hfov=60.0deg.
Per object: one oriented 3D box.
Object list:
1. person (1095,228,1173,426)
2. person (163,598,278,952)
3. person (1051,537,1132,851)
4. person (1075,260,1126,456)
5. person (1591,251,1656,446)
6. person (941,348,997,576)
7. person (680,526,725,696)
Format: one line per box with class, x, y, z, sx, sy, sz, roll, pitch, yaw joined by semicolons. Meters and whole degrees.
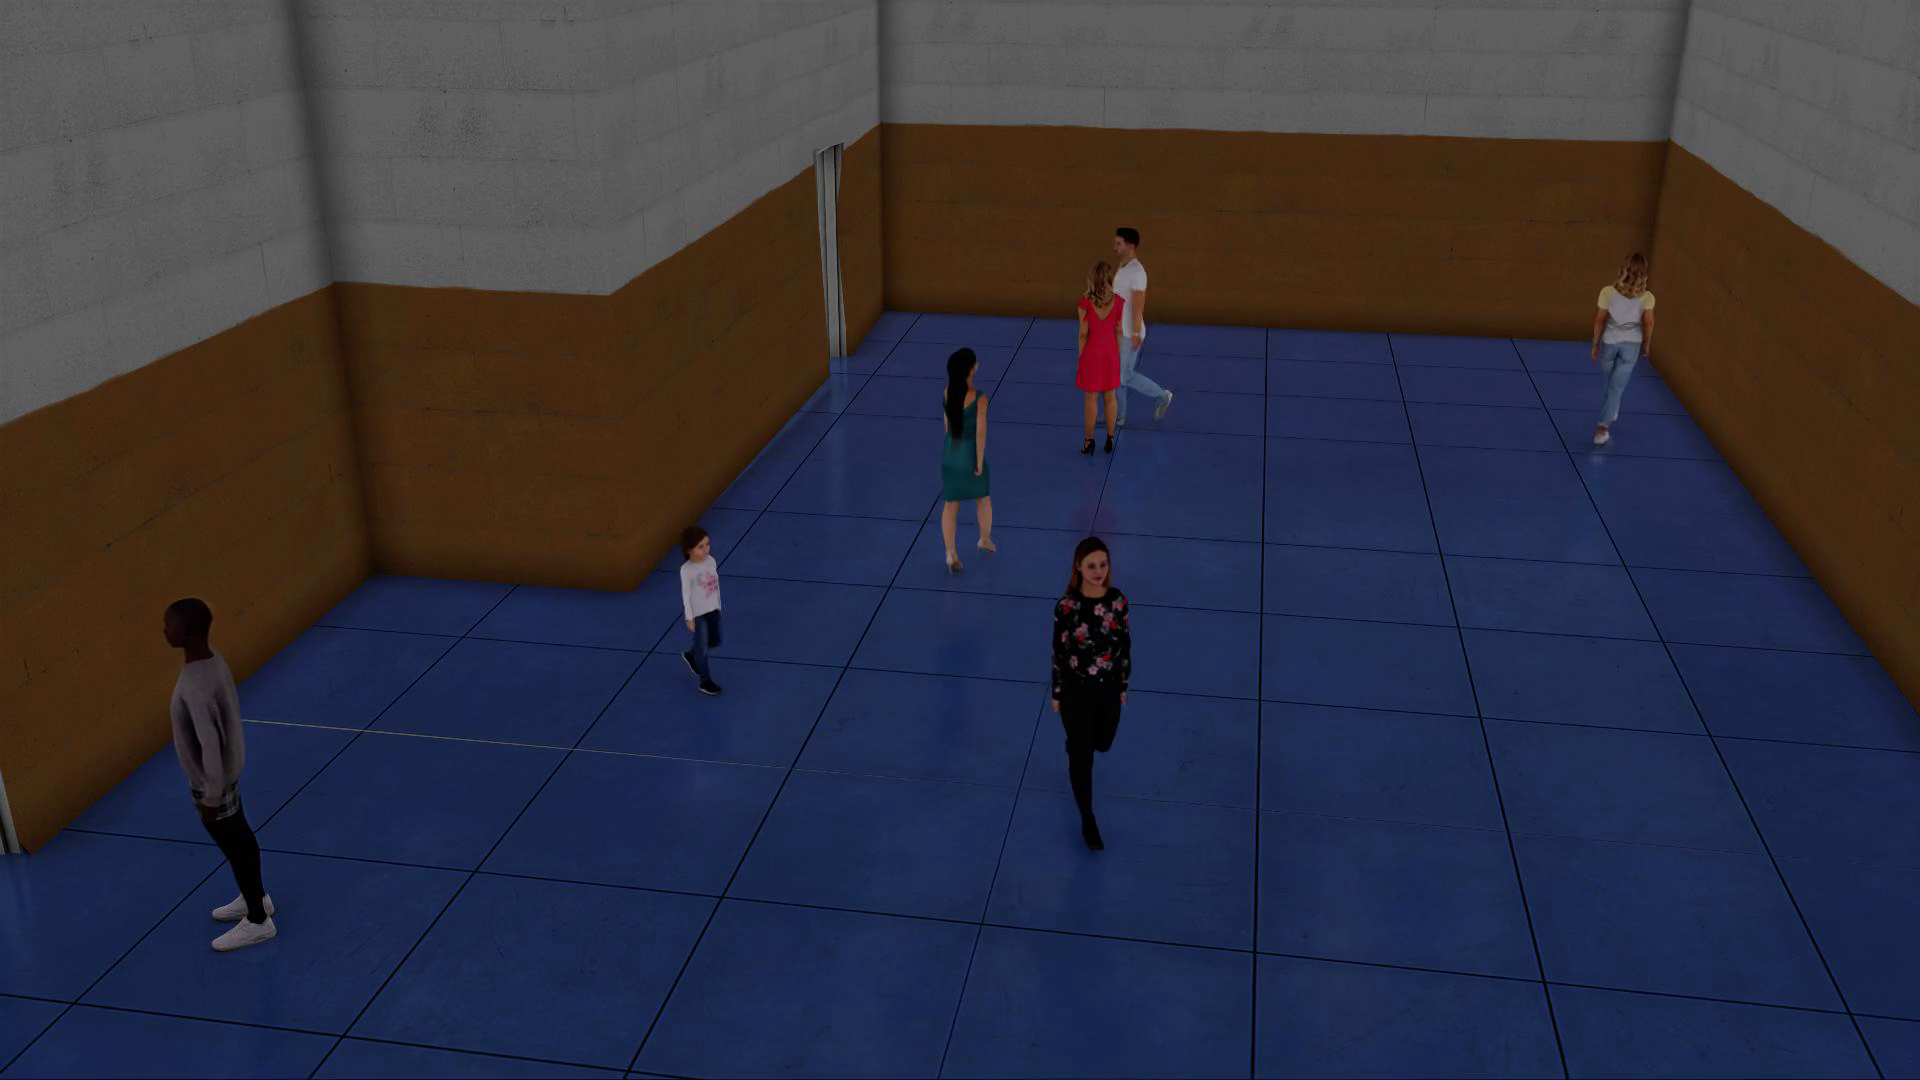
person;1.610;-1.915;15.204;1.059;1.840;0.884;-5;22;-12
person;-3.480;1.089;7.818;0.696;1.771;0.695;-8;23;-19
person;0.665;0.753;8.803;1.028;1.661;0.920;-6;23;-14
person;1.225;-1.595;14.556;0.595;1.729;0.706;-5;22;-12
person;5.847;-1.654;14.761;1.174;1.669;0.969;12;25;28
person;-0.021;-0.543;12.023;0.811;1.665;0.749;10;24;24
person;-1.650;0.416;10.388;0.680;1.104;0.584;16;27;35
